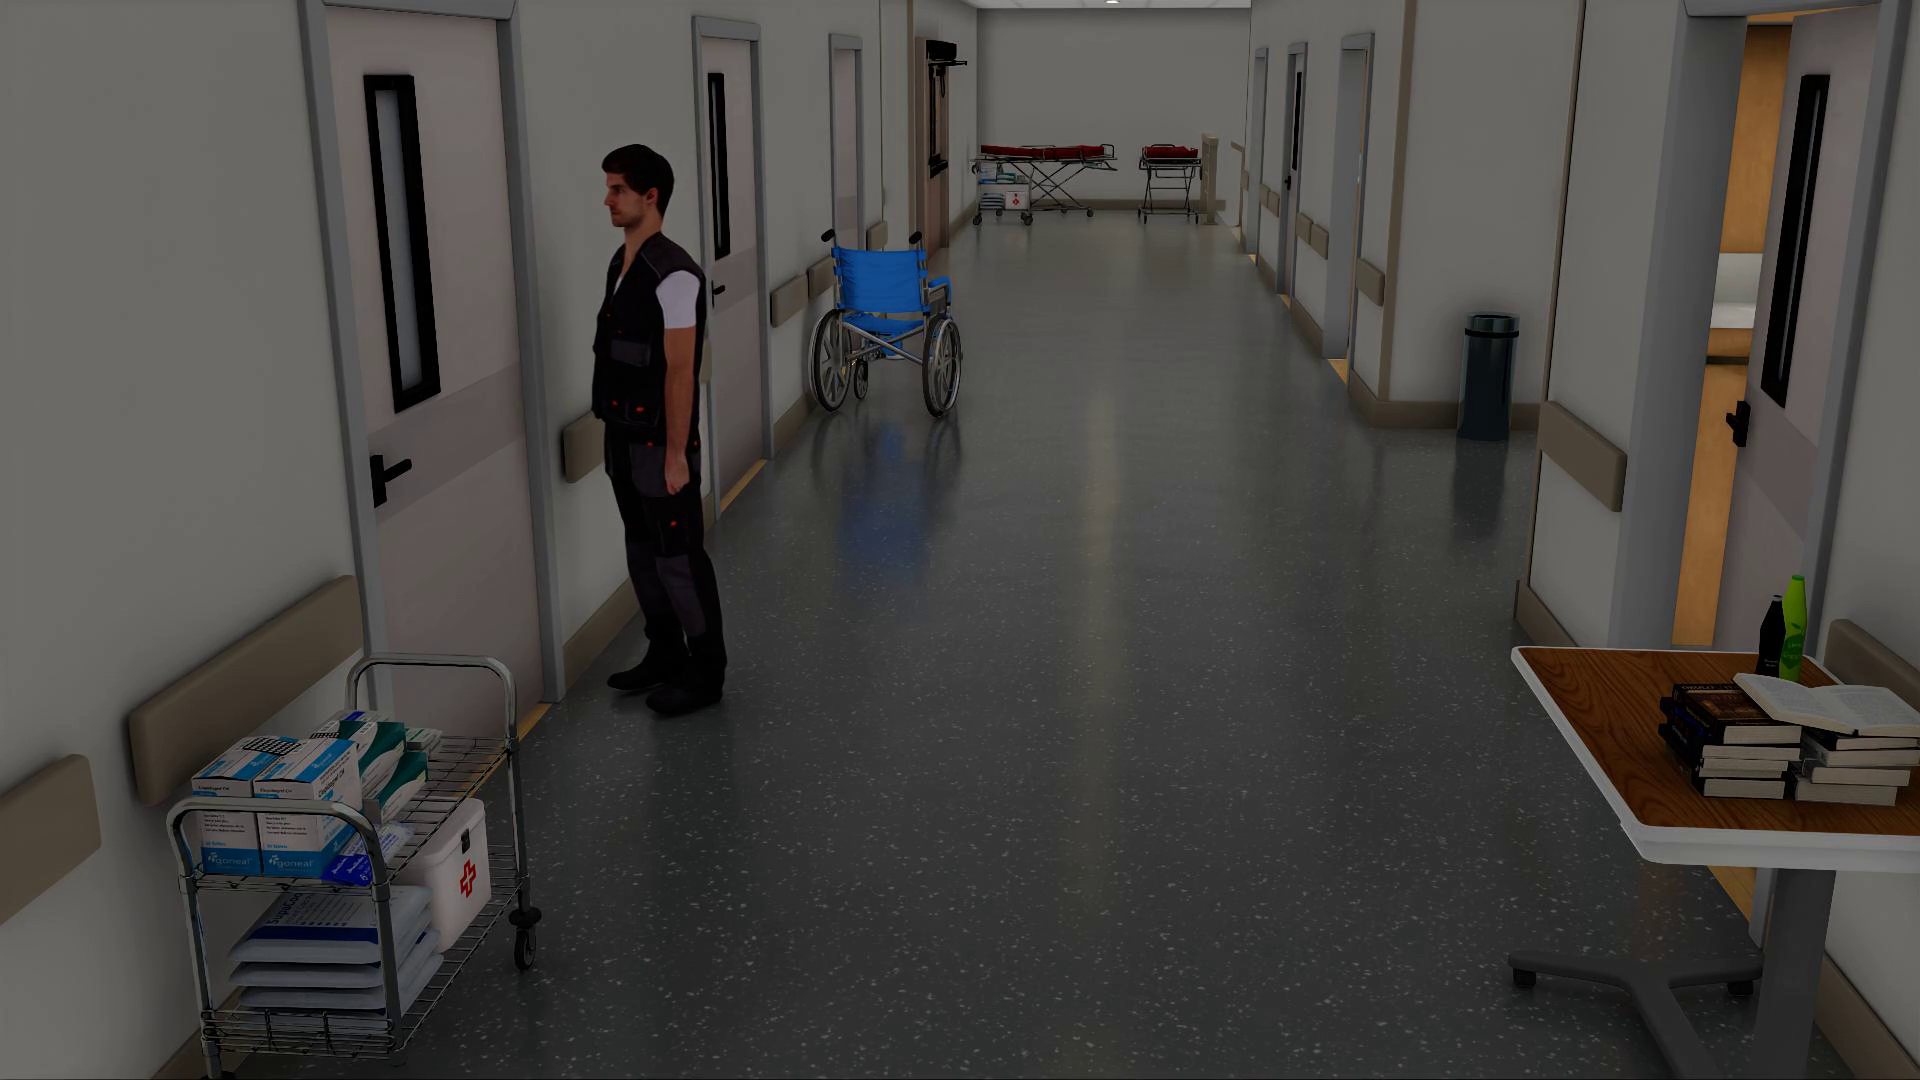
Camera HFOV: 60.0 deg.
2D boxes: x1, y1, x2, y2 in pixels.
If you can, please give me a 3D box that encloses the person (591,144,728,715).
[{"bbox_3d":[-0.994,-0.358,5.488,0.792,1.848,0.715,-10,19,-33],"label":"person"}]
